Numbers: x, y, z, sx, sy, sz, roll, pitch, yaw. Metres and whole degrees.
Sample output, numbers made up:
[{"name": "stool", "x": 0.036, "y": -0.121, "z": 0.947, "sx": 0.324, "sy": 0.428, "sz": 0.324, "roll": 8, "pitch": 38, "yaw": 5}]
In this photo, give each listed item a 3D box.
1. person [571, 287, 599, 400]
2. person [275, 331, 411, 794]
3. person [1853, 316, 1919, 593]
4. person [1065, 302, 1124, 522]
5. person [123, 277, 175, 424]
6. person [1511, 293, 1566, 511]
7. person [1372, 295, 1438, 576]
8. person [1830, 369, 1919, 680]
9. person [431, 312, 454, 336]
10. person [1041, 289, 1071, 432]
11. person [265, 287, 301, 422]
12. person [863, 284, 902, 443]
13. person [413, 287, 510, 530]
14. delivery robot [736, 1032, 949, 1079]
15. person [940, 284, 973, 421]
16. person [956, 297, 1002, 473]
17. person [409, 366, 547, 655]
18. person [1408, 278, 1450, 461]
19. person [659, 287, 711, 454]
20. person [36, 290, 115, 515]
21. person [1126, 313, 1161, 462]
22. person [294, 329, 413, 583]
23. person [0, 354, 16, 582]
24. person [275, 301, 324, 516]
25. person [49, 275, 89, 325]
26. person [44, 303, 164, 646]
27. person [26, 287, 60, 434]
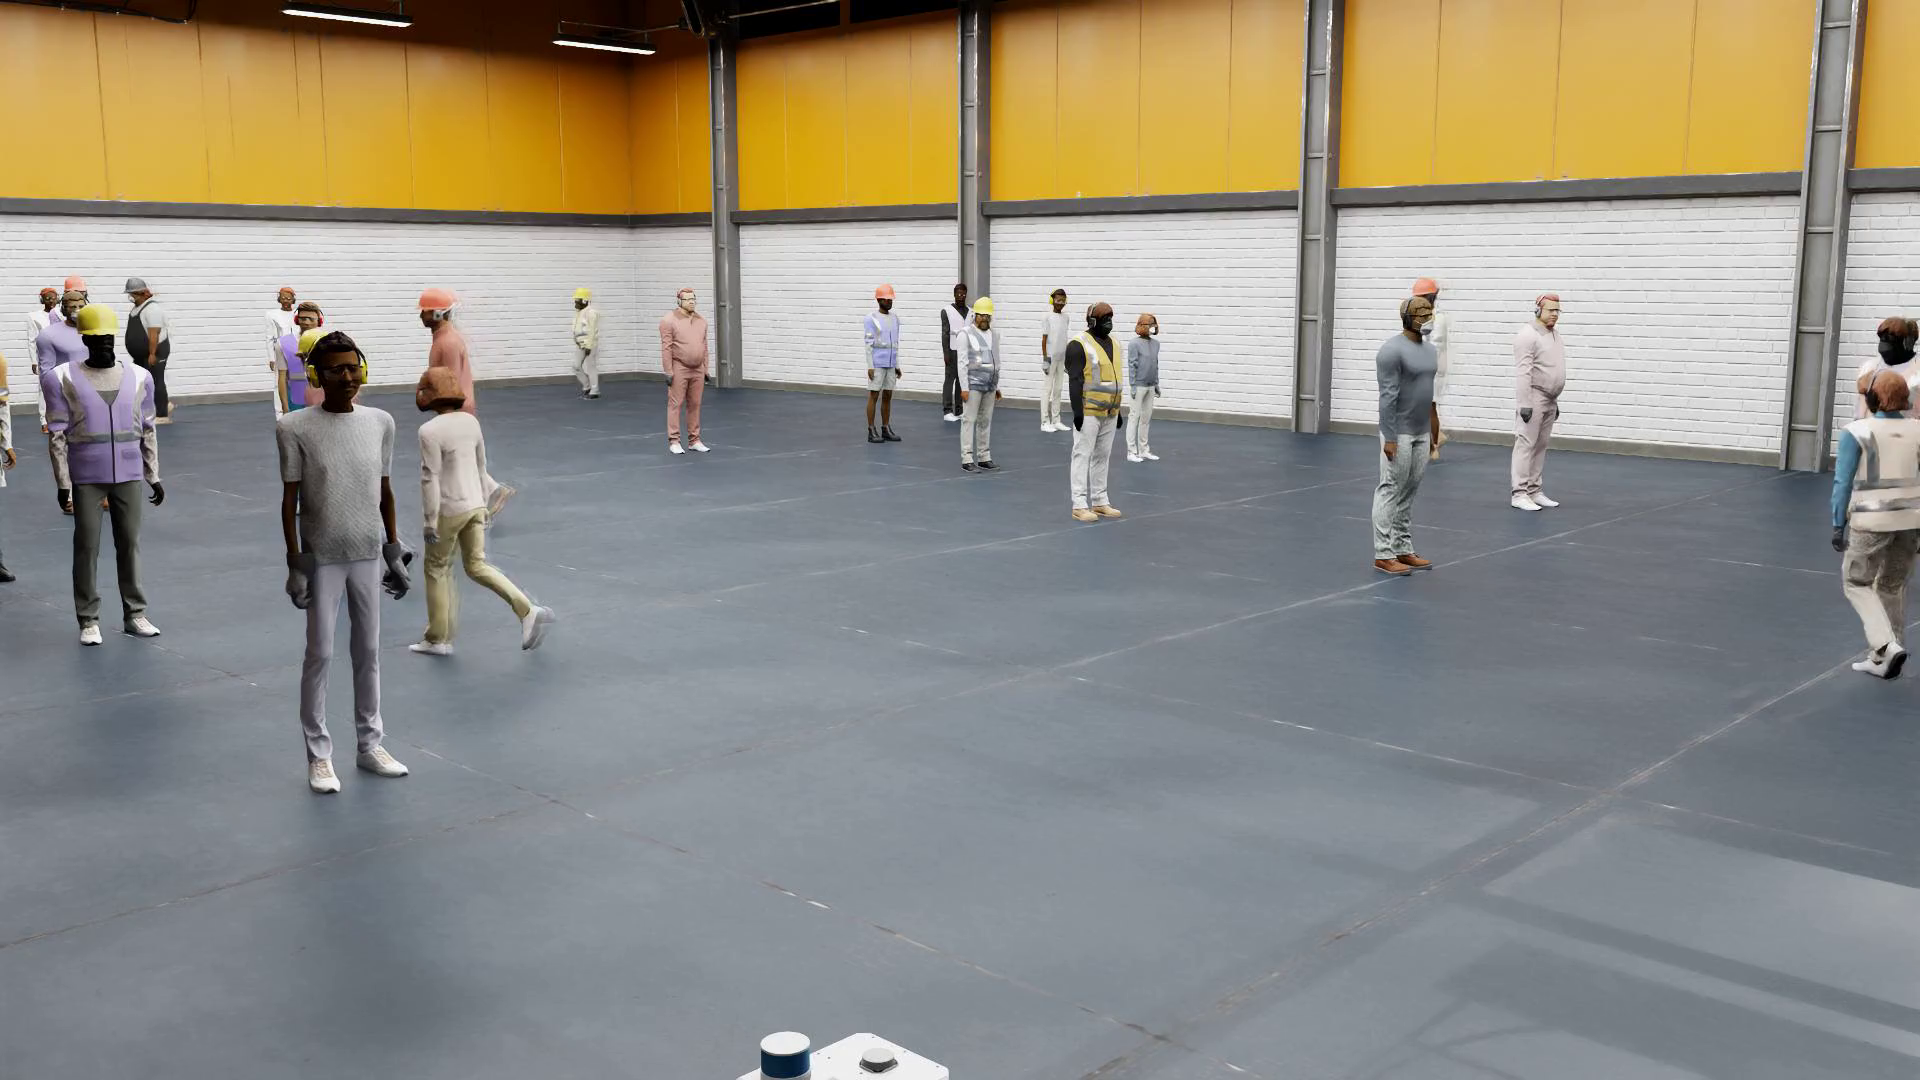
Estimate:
[{"name": "person", "x": -6.048, "y": -3.157, "z": 26.831, "sx": 0.439, "sy": 1.819, "sz": 0.597, "roll": -8, "pitch": 12, "yaw": -41}, {"name": "person", "x": -2.514, "y": 0.082, "z": 6.828, "sx": 0.521, "sy": 1.873, "sz": 0.334, "roll": -9, "pitch": 13, "yaw": -44}, {"name": "person", "x": 6.094, "y": -0.542, "z": 10.793, "sx": 0.576, "sy": 1.827, "sz": 0.635, "roll": -4, "pitch": 10, "yaw": -23}, {"name": "person", "x": 1.168, "y": -1.086, "z": 14.083, "sx": 0.622, "sy": 1.845, "sz": 0.430, "roll": -9, "pitch": 13, "yaw": -44}, {"name": "person", "x": -11.073, "y": -2.585, "z": 22.660, "sx": 0.698, "sy": 2.000, "sz": 0.541, "roll": 8, "pitch": 12, "yaw": 41}, {"name": "person", "x": 5.138, "y": -1.217, "z": 14.704, "sx": 0.640, "sy": 1.904, "sz": 0.401, "roll": -9, "pitch": 13, "yaw": -44}, {"name": "person", "x": 3.124, "y": -0.732, "z": 11.612, "sx": 0.628, "sy": 1.940, "sz": 0.377, "roll": -9, "pitch": 13, "yaw": -44}, {"name": "person", "x": 4.729, "y": -0.058, "z": 8.451, "sx": 0.558, "sy": 1.616, "sz": 0.506, "roll": -1, "pitch": 9, "yaw": -4}, {"name": "person", "x": -7.709, "y": -2.824, "z": 24.755, "sx": 0.398, "sy": 1.832, "sz": 0.507, "roll": -7, "pitch": 12, "yaw": -39}, {"name": "person", "x": 1.266, "y": -2.343, "z": 21.726, "sx": 0.521, "sy": 1.864, "sz": 0.334, "roll": -9, "pitch": 13, "yaw": -44}, {"name": "person", "x": -8.937, "y": -2.424, "z": 22.155, "sx": 0.574, "sy": 1.884, "sz": 0.360, "roll": -9, "pitch": 13, "yaw": -44}, {"name": "person", "x": -0.924, "y": -2.156, "z": 20.344, "sx": 0.544, "sy": 1.939, "sz": 0.372, "roll": -9, "pitch": 13, "yaw": -44}, {"name": "person", "x": -4.064, "y": -1.057, "z": 13.484, "sx": 0.625, "sy": 1.976, "sz": 0.623, "roll": -4, "pitch": 10, "yaw": -23}, {"name": "delivery robot", "x": -0.354, "y": 1.251, "z": 3.396, "sx": 0.477, "sy": 0.478, "sz": 0.707, "roll": 9, "pitch": 13, "yaw": 43}, {"name": "person", "x": -0.035, "y": -2.628, "z": 23.314, "sx": 0.588, "sy": 1.915, "sz": 0.398, "roll": -9, "pitch": 13, "yaw": -44}, {"name": "person", "x": 0.222, "y": -1.616, "z": 17.379, "sx": 0.589, "sy": 1.827, "sz": 0.404, "roll": -9, "pitch": 13, "yaw": -44}, {"name": "person", "x": -2.685, "y": -0.148, "z": 9.072, "sx": 0.705, "sy": 1.599, "sz": 0.537, "roll": 3, "pitch": 10, "yaw": 19}, {"name": "person", "x": 5.140, "y": -1.864, "z": 18.295, "sx": 0.473, "sy": 2.022, "sz": 0.627, "roll": -1, "pitch": 9, "yaw": -9}, {"name": "person", "x": -3.136, "y": -1.951, "z": 19.180, "sx": 0.640, "sy": 1.910, "sz": 0.401, "roll": -9, "pitch": 13, "yaw": -44}, {"name": "person", "x": -7.633, "y": -1.195, "z": 14.453, "sx": 0.628, "sy": 1.940, "sz": 0.377, "roll": -9, "pitch": 13, "yaw": -44}, {"name": "person", "x": 2.038, "y": -1.682, "z": 18.370, "sx": 0.499, "sy": 1.634, "sz": 0.285, "roll": -9, "pitch": 13, "yaw": -44}, {"name": "person", "x": -3.991, "y": -0.506, "z": 10.841, "sx": 0.641, "sy": 1.735, "sz": 0.569, "roll": 1, "pitch": 9, "yaw": 8}, {"name": "person", "x": -6.634, "y": -0.653, "z": 11.151, "sx": 0.544, "sy": 1.933, "sz": 0.376, "roll": -9, "pitch": 13, "yaw": -44}, {"name": "person", "x": -5.619, "y": -1.139, "z": 14.412, "sx": 0.564, "sy": 1.839, "sz": 0.395, "roll": -9, "pitch": 13, "yaw": -44}, {"name": "person", "x": -10.403, "y": -2.102, "z": 19.693, "sx": 0.606, "sy": 2.045, "sz": 0.389, "roll": -9, "pitch": 13, "yaw": -44}, {"name": "person", "x": -4.848, "y": -0.377, "z": 9.469, "sx": 0.587, "sy": 1.928, "sz": 0.381, "roll": -9, "pitch": 13, "yaw": -44}, {"name": "person", "x": -11.708, "y": -2.315, "z": 21.488, "sx": 0.574, "sy": 1.883, "sz": 0.360, "roll": -9, "pitch": 13, "yaw": -44}]
